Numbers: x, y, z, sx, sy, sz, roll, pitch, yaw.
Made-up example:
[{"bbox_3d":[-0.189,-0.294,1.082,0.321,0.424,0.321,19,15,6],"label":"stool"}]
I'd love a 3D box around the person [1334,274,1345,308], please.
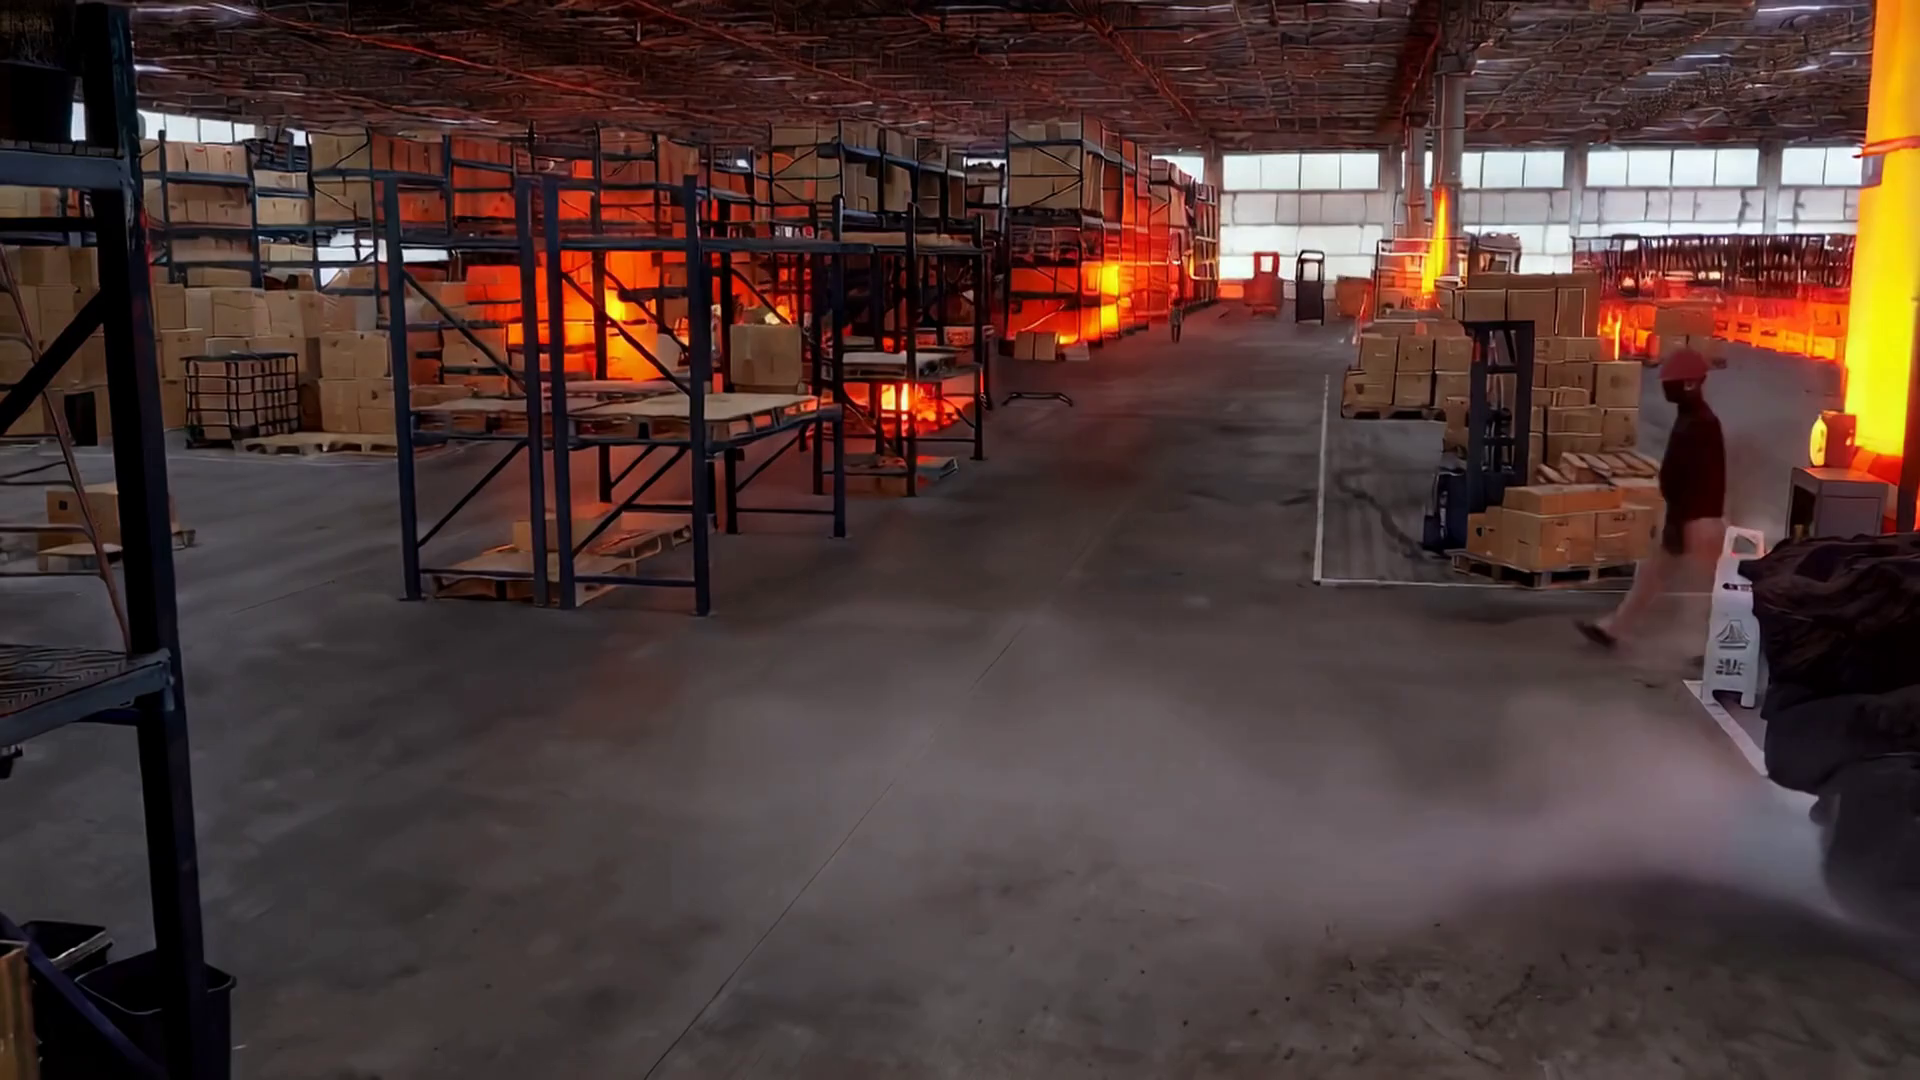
[{"bbox_3d":[19.405,-12.730,84.974,0.571,1.731,0.395,-8,13,-40],"label":"person"}]

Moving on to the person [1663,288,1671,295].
[{"bbox_3d":[35.984,-12.693,84.568,0.408,1.819,0.672,-4,10,-21],"label":"person"}]

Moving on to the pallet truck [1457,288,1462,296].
[{"bbox_3d":[20.506,-9.785,68.819,0.653,1.274,1.630,2,10,12],"label":"pallet truck"}]

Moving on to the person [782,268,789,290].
[{"bbox_3d":[-8.084,-11.677,77.823,0.609,2.044,0.394,6,11,31],"label":"person"}]

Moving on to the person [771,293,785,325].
[{"bbox_3d":[-4.249,-4.920,38.838,0.317,1.695,0.540,0,10,1],"label":"person"}]

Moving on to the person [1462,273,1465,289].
[{"bbox_3d":[23.899,-11.807,79.279,0.567,1.810,0.516,-7,12,-35],"label":"person"}]

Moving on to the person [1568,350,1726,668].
[{"bbox_3d":[4.296,-0.174,10.039,1.046,1.927,0.630,3,10,15],"label":"person"}]

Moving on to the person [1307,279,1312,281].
[{"bbox_3d":[14.247,-9.772,67.662,0.715,1.671,0.540,2,10,10],"label":"person"}]

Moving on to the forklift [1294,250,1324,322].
[{"bbox_3d":[13.778,-10.002,65.433,1.129,2.768,1.873,2,10,12],"label":"forklift"}]

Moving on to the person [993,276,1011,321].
[{"bbox_3d":[1.639,-9.071,62.907,0.851,1.876,0.636,9,13,44],"label":"person"}]

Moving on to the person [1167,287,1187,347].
[{"bbox_3d":[6.175,-6.345,47.290,0.547,1.683,0.494,2,10,14],"label":"person"}]

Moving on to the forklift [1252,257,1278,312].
[{"bbox_3d":[14.142,-11.945,76.939,1.129,2.768,1.873,2,10,12],"label":"forklift"}]

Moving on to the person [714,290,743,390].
[{"bbox_3d":[-4.402,-3.820,31.675,0.591,1.916,0.383,-5,11,-27],"label":"person"}]

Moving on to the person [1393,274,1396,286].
[{"bbox_3d":[22.968,-13.265,88.183,0.411,1.726,0.597,9,13,43],"label":"person"}]

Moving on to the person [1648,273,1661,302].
[{"bbox_3d":[27.217,-9.491,65.164,0.397,1.949,0.603,-4,10,-22],"label":"person"}]

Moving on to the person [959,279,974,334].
[{"bbox_3d":[0.259,-6.612,48.288,0.556,1.904,0.939,2,10,10],"label":"person"}]

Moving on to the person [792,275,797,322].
[{"bbox_3d":[-6.476,-9.564,65.917,0.394,1.839,0.563,7,12,37],"label":"person"}]

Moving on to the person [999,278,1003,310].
[{"bbox_3d":[1.701,-9.134,63.633,0.451,1.741,0.600,-3,10,-18],"label":"person"}]

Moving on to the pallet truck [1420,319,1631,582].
[{"bbox_3d":[4.543,-0.757,13.299,0.823,1.965,1.885,-4,10,-22],"label":"pallet truck"}]
